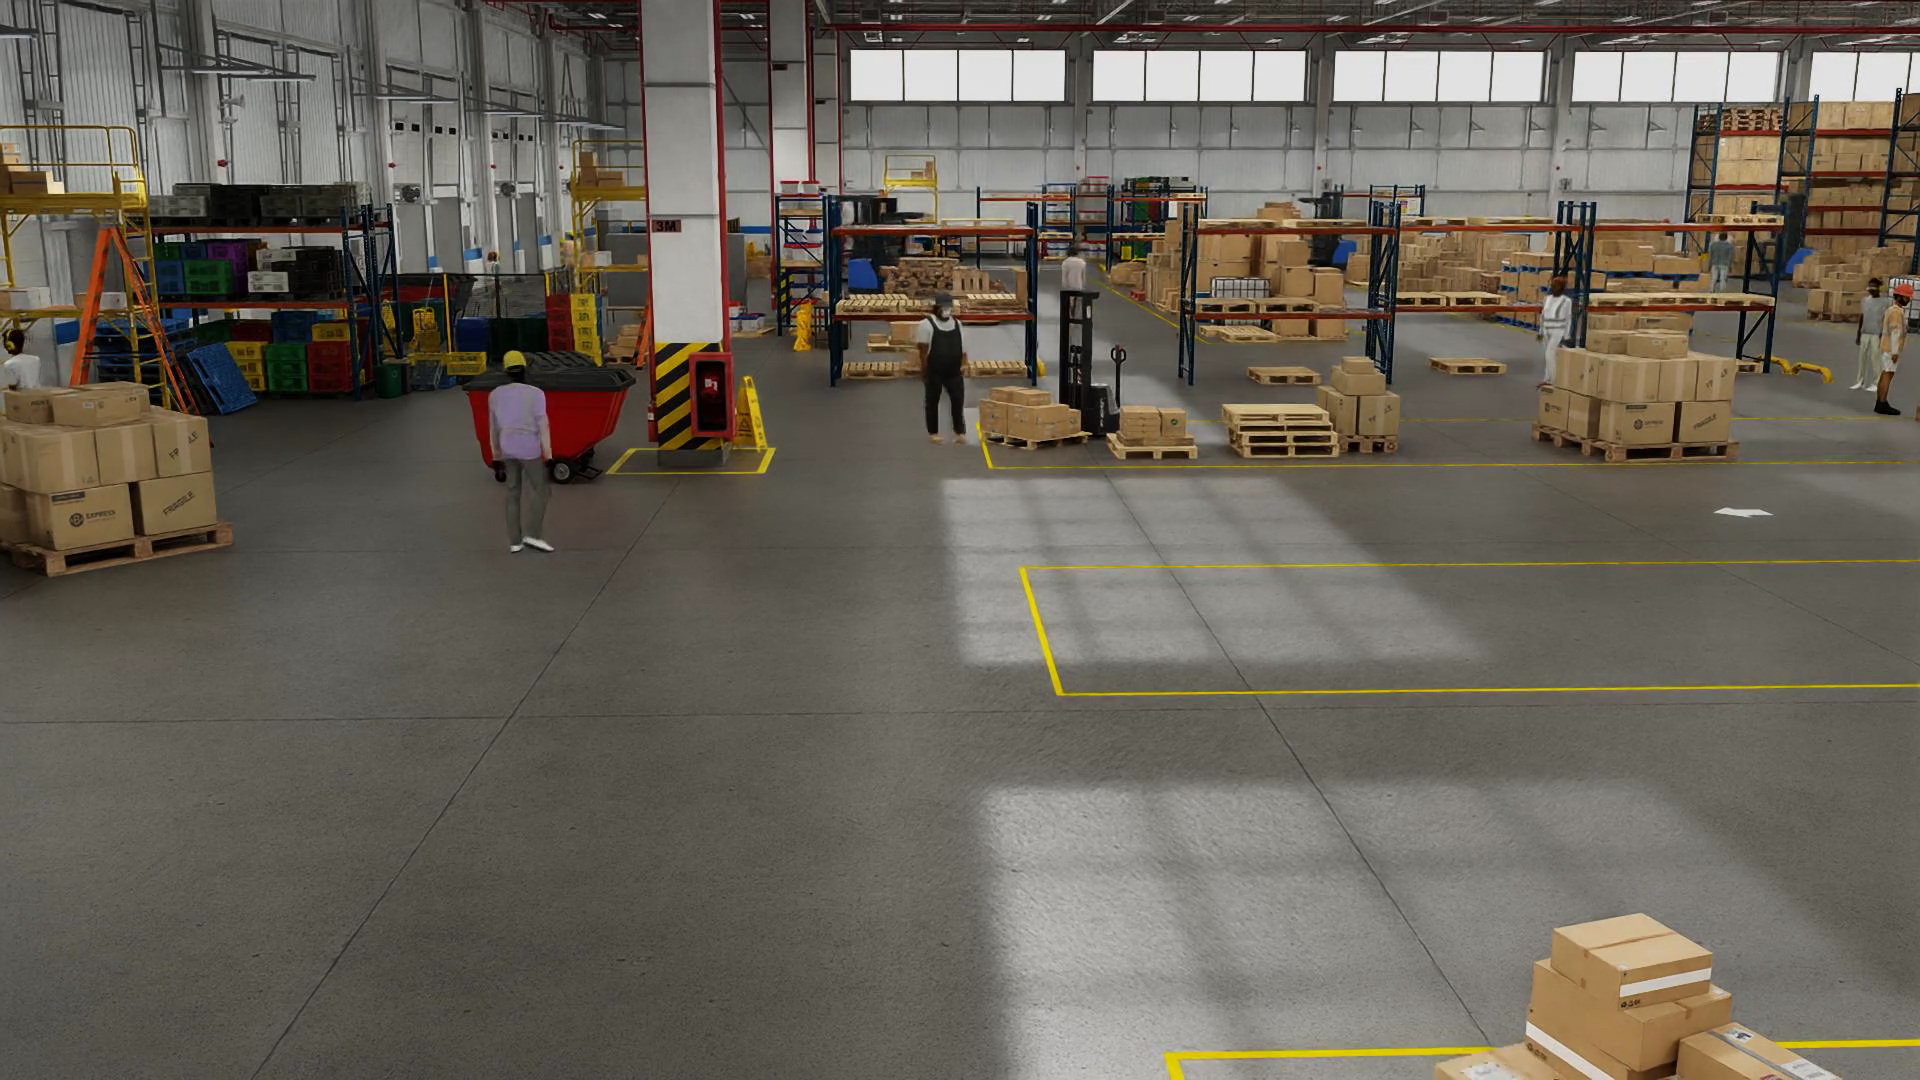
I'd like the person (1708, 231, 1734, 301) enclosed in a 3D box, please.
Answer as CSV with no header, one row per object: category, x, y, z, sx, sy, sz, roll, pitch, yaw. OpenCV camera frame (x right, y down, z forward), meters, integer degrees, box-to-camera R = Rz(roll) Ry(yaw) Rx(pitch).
person,21.104,-7.598,46.169,0.636,1.937,0.358,8,15,33

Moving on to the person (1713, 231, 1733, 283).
person,24.704,-9.257,53.789,0.561,1.884,0.980,0,12,-2

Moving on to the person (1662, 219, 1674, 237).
person,23.837,-9.876,56.324,0.622,1.992,0.397,-1,13,-5

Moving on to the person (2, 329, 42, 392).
person,-10.469,-1.427,18.537,0.782,1.843,0.525,5,13,22

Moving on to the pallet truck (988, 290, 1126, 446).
pallet truck,1.257,-2.299,22.111,1.885,1.965,0.823,-9,15,-35

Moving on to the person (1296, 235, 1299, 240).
person,10.546,-9.189,53.439,0.638,1.912,0.883,2,13,7

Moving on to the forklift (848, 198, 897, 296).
forklift,-2.159,-8.229,46.877,1.873,2.768,1.129,8,15,31

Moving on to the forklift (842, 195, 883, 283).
forklift,-2.798,-9.611,53.114,1.873,2.768,1.129,-7,14,-28

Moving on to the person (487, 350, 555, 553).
person,-4.135,-0.827,15.672,0.630,1.903,0.489,3,13,12

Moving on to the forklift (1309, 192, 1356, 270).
forklift,13.324,-11.087,59.776,1.873,2.768,1.129,-3,13,-14

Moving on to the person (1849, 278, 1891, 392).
person,14.927,-3.362,27.234,0.324,1.858,0.531,-7,14,-27

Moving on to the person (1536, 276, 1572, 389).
person,9.876,-3.431,27.533,0.700,1.865,0.586,-5,14,-23

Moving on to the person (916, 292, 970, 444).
person,-0.195,-2.259,21.832,0.693,2.000,0.838,-6,14,-24

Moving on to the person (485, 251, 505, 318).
person,-11.468,-6.269,40.875,0.524,1.632,0.321,10,16,39

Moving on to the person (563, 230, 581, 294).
person,-11.171,-8.054,48.318,0.629,1.892,0.826,2,13,11

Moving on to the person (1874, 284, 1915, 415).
person,13.844,-2.823,24.639,0.375,1.927,0.543,5,13,21

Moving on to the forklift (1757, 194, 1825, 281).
forklift,27.082,-9.801,53.973,1.873,2.768,1.129,7,14,28

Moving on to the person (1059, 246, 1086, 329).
person,2.583,-5.774,38.087,0.647,1.881,1.066,-4,13,-16
